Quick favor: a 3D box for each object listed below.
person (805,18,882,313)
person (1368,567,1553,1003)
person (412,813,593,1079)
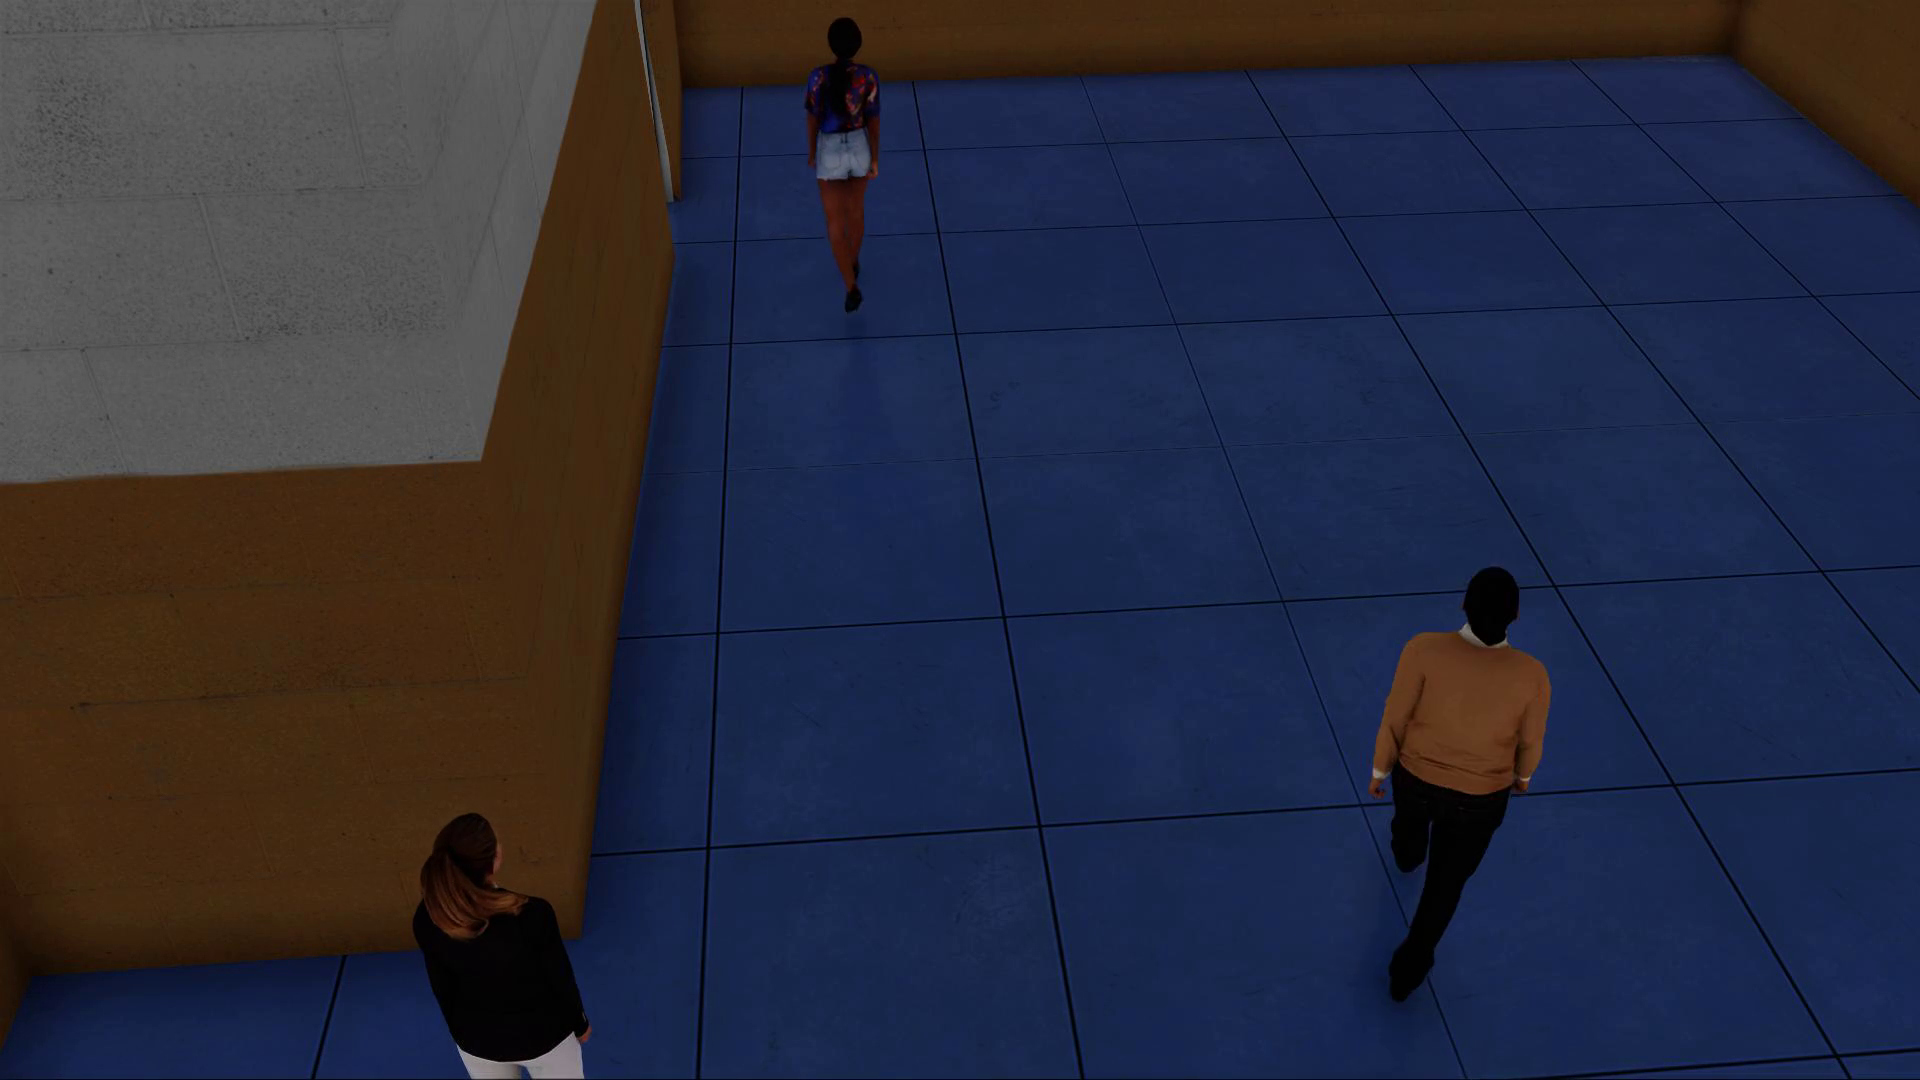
[{"bbox_3d":[-0.673,-2.160,9.729,1.072,1.710,0.768,-9,38,-12],"label":"person"},{"bbox_3d":[1.650,0.887,5.660,1.167,1.715,1.090,15,39,19],"label":"person"},{"bbox_3d":[-1.307,1.449,4.892,0.508,1.729,0.660,2,37,2],"label":"person"}]
